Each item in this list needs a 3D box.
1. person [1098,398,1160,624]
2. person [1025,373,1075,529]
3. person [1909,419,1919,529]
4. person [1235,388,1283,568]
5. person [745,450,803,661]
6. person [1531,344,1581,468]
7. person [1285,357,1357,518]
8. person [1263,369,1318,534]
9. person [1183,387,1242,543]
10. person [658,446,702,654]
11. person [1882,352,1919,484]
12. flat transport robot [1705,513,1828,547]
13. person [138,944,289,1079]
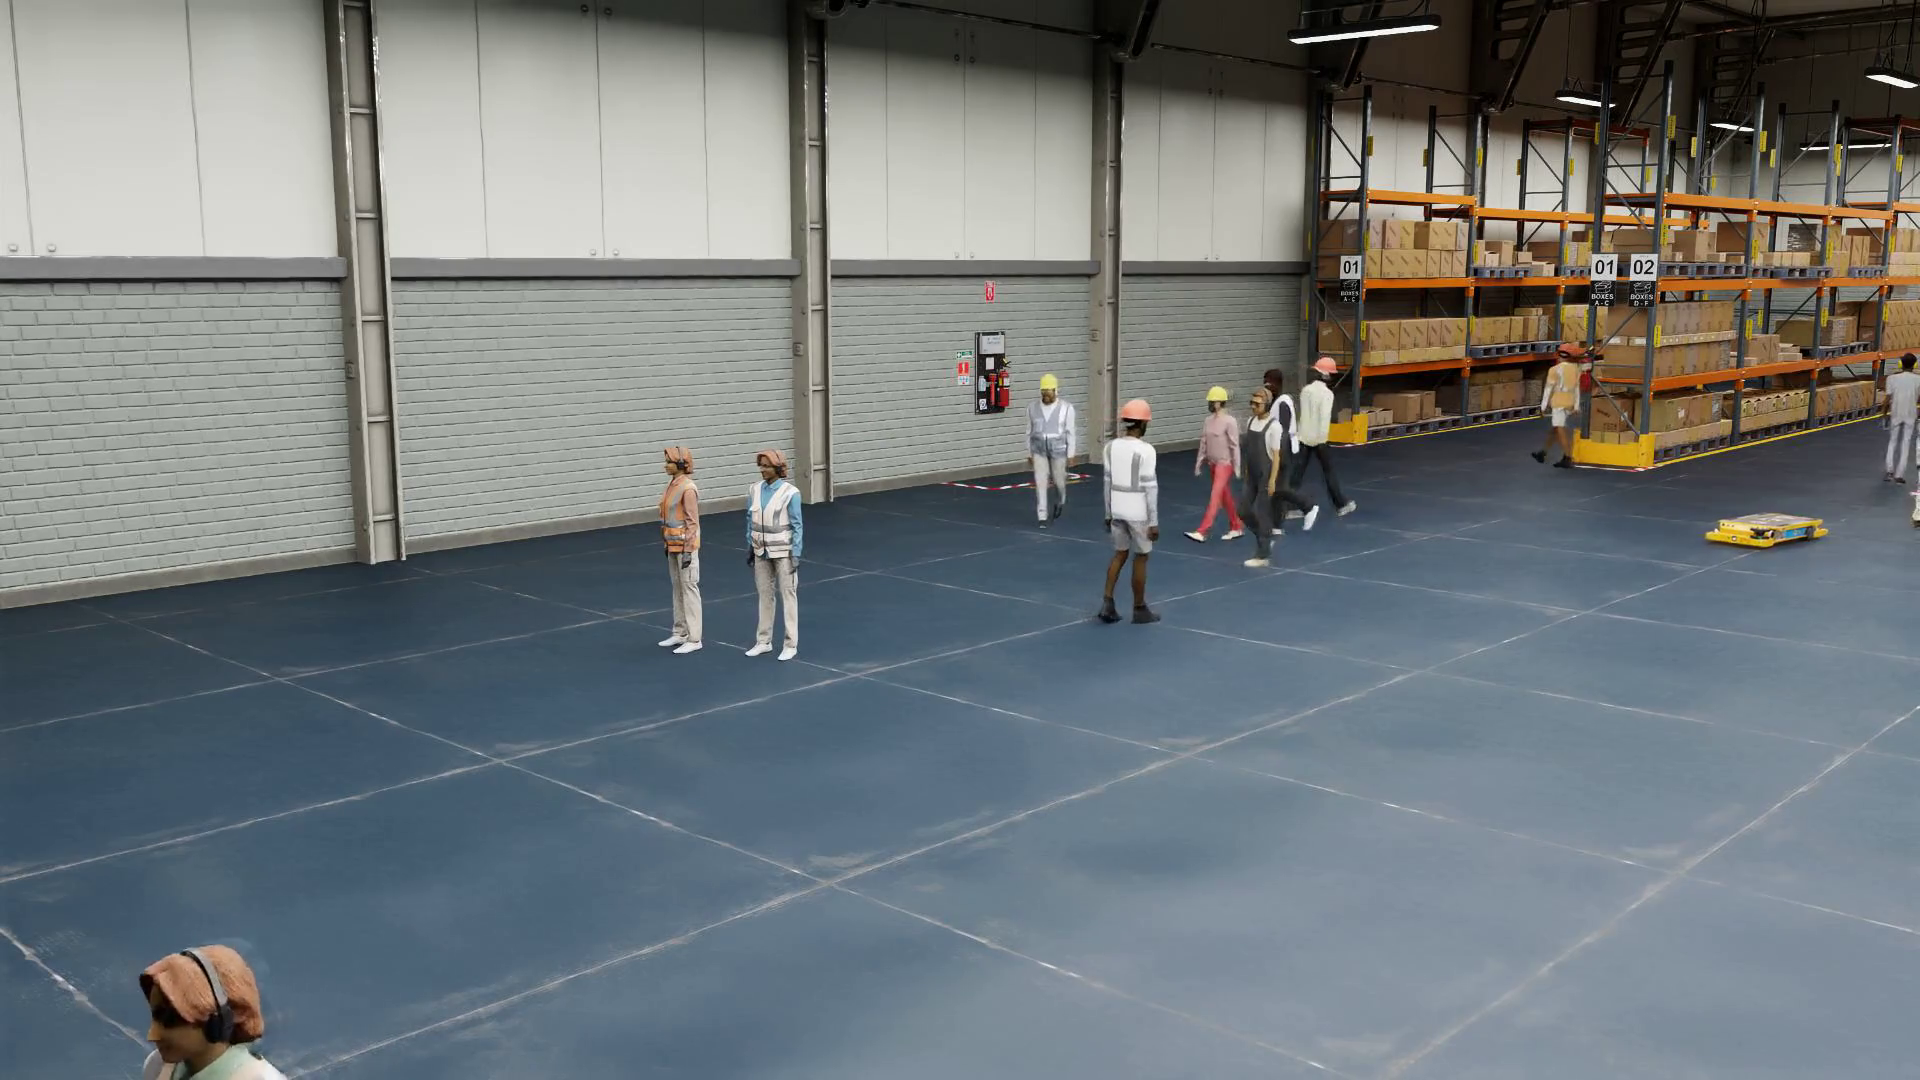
[{"bbox_3d":[1.458,-0.237,14.127,0.430,1.933,0.552,-8,12,-40],"label":"person"},{"bbox_3d":[1.061,-1.062,19.529,0.598,1.812,0.769,2,9,11],"label":"person"},{"bbox_3d":[11.413,-0.931,19.399,0.846,1.594,0.505,-9,13,-43],"label":"person"},{"bbox_3d":[3.018,-0.625,16.790,0.402,1.831,0.552,-5,10,-27],"label":"person"},{"bbox_3d":[-1.438,0.113,12.876,0.513,1.642,0.313,6,11,33],"label":"person"},{"bbox_3d":[9.082,-2.055,25.413,0.619,1.858,0.975,-4,10,-23],"label":"person"},{"bbox_3d":[4.374,-1.233,20.150,0.985,1.938,0.624,-5,11,-28],"label":"person"},{"bbox_3d":[3.699,-0.985,18.815,0.612,1.892,0.633,0,9,0],"label":"person"},{"bbox_3d":[2.805,-0.821,18.326,0.913,1.720,0.550,-5,10,-27],"label":"person"},{"bbox_3d":[-2.203,0.071,13.138,0.307,1.641,0.513,-5,11,-29],"label":"person"},{"bbox_3d":[13.313,-1.714,23.417,0.527,1.839,0.746,7,12,36],"label":"person"},{"bbox_3d":[8.985,-0.126,18.497,1.431,0.197,0.652,-7,12,-37],"label":"flat transport robot"},{"bbox_3d":[-1.591,1.640,3.697,0.529,1.598,0.846,7,12,37],"label":"person"}]
